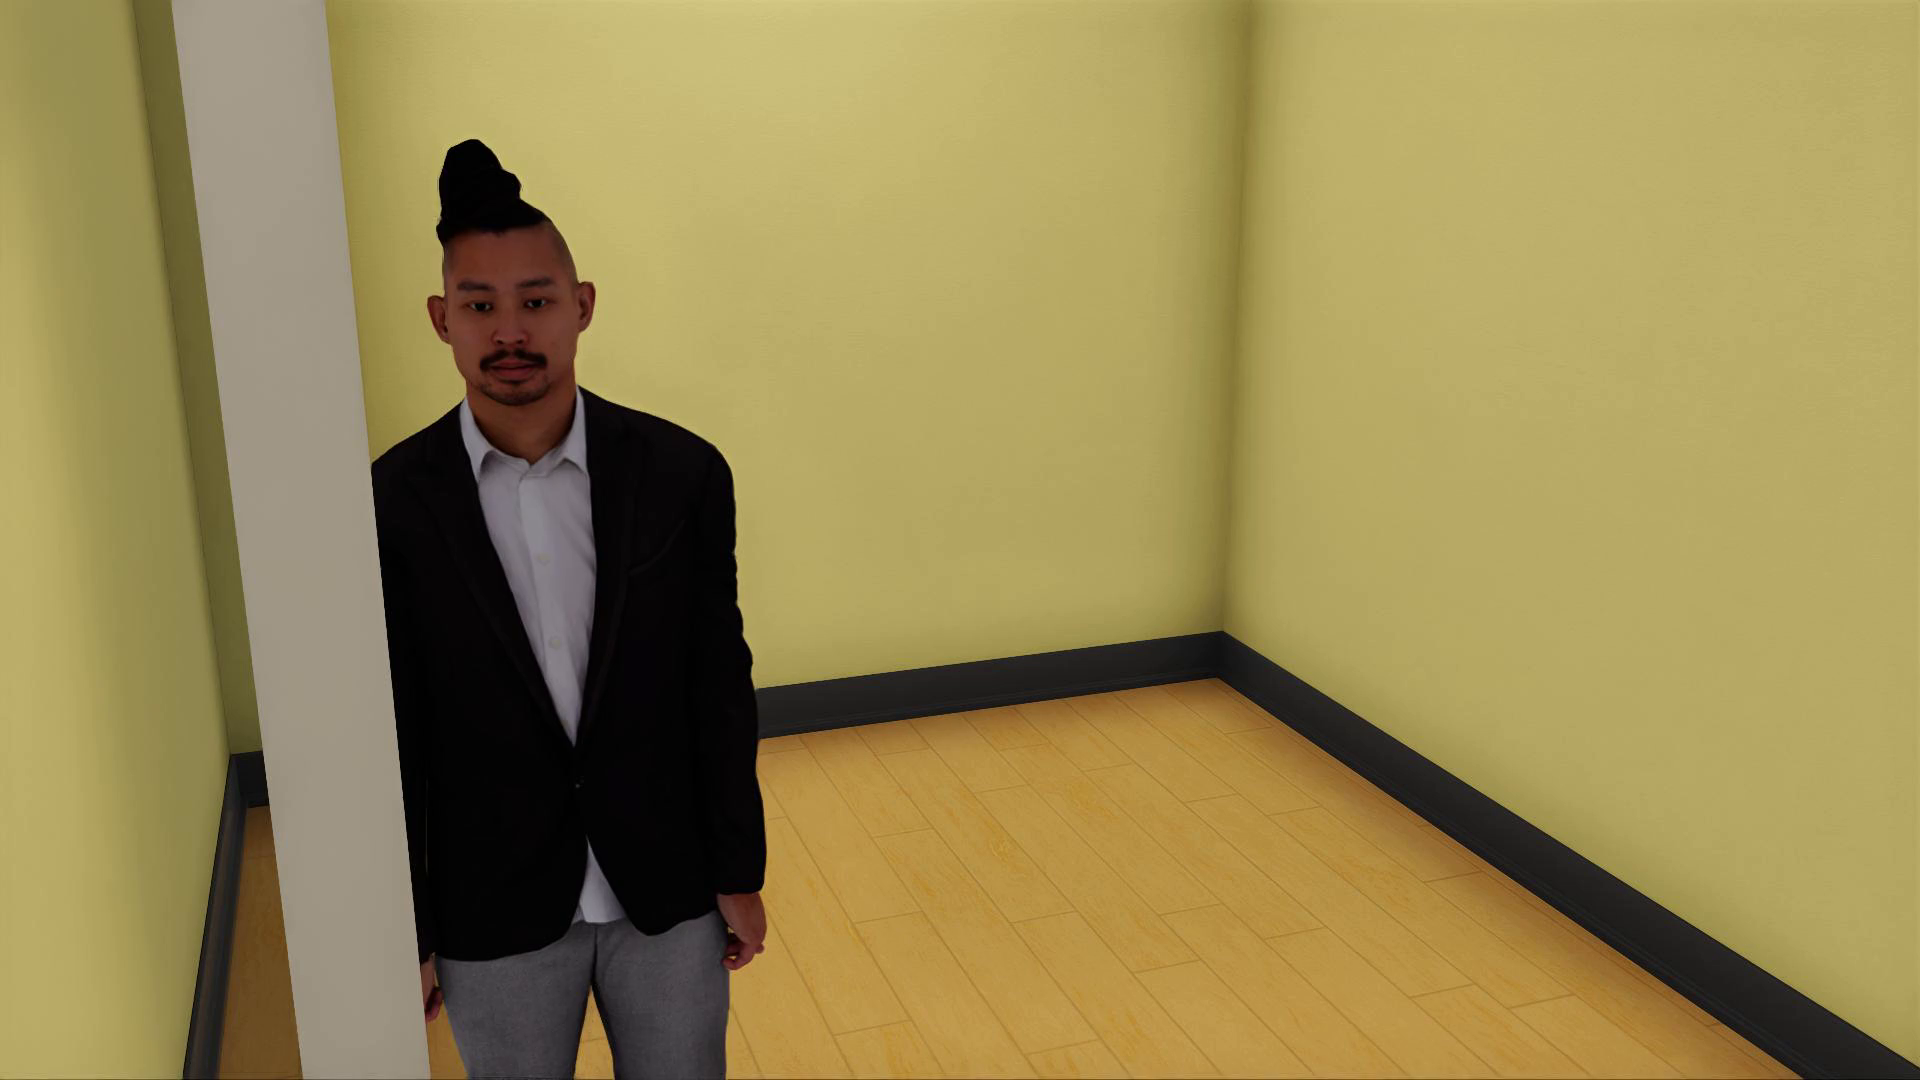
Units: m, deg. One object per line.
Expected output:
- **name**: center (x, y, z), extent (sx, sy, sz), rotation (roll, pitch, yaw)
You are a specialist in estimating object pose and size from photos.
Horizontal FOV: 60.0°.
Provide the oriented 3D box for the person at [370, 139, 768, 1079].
- **person**: center (-0.551, 0.436, 2.343), extent (0.505, 1.945, 0.762), rotation (-6, 17, -20)
